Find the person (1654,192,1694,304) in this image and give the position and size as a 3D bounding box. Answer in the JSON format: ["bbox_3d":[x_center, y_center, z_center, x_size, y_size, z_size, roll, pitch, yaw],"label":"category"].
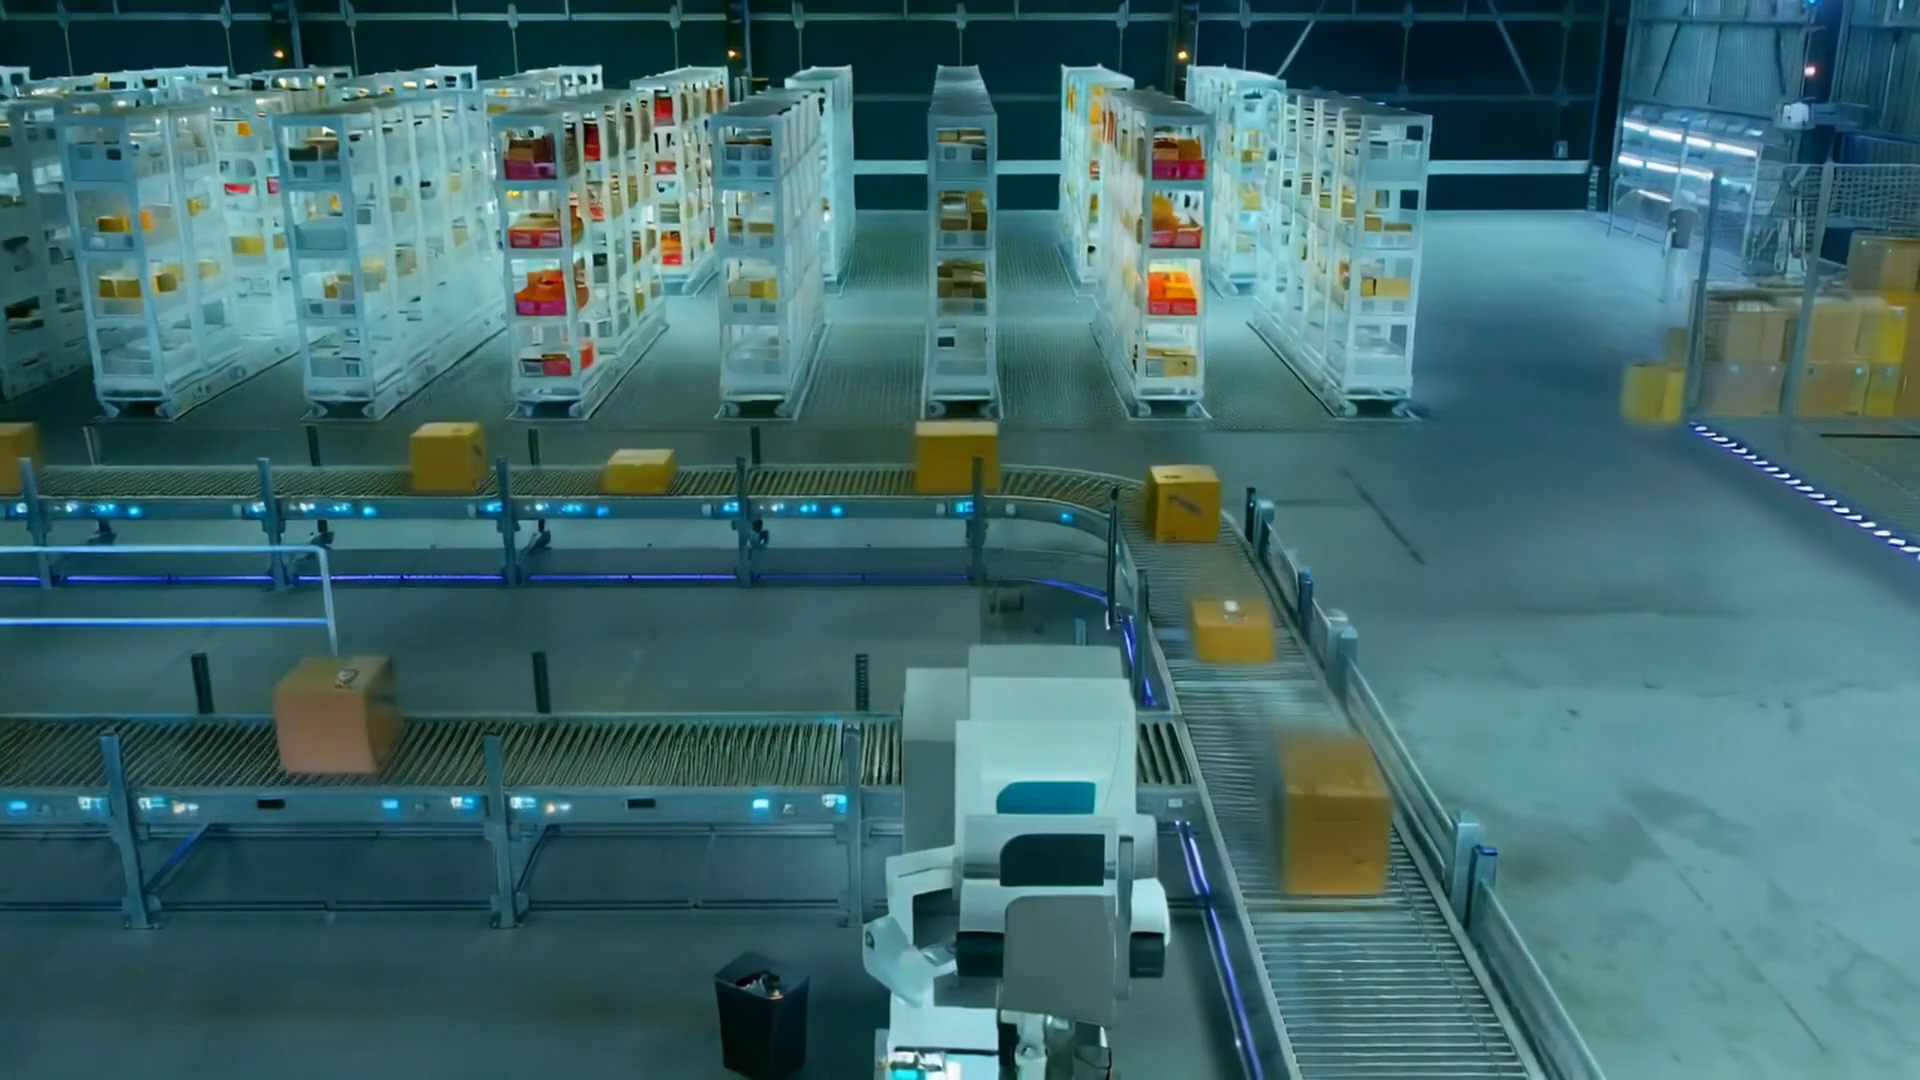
[{"bbox_3d":[11.872,-4.811,27.516,0.676,1.828,0.381,-7,19,-21],"label":"person"}]

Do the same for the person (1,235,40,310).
[{"bbox_3d":[-15.234,-4.592,26.899,0.934,1.787,0.586,-4,18,-11],"label":"person"}]

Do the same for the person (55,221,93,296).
[{"bbox_3d":[-13.868,-4.440,26.159,0.377,1.950,0.612,10,20,28],"label":"person"}]
